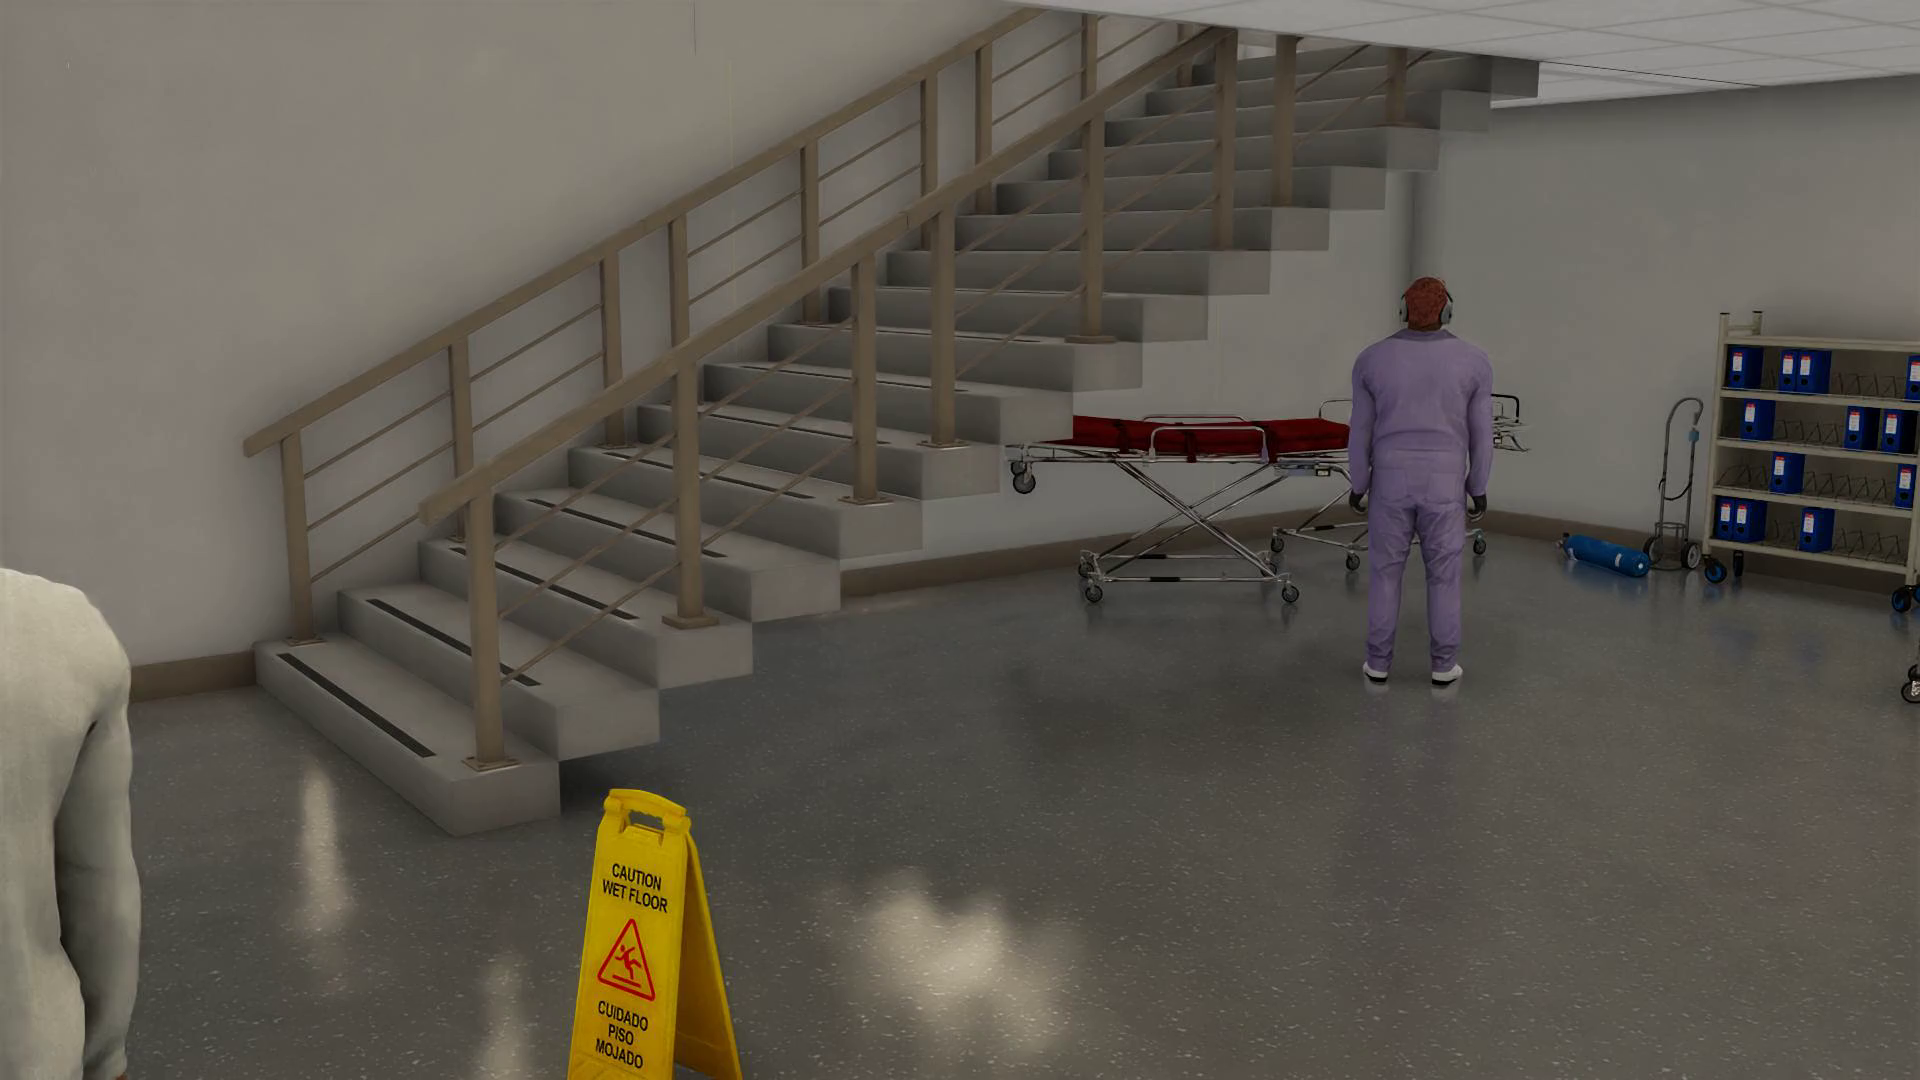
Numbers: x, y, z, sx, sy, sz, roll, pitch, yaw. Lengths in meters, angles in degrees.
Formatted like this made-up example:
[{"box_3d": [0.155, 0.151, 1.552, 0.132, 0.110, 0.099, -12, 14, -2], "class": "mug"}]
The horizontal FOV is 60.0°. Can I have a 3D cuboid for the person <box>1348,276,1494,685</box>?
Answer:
[{"box_3d": [2.146, -0.270, 7.783, 0.651, 1.907, 0.409, 3, 10, 15], "class": "person"}]

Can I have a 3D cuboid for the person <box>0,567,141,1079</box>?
[{"box_3d": [-1.269, 0.721, 1.986, 0.370, 1.940, 0.627, 5, 11, 29], "class": "person"}]
